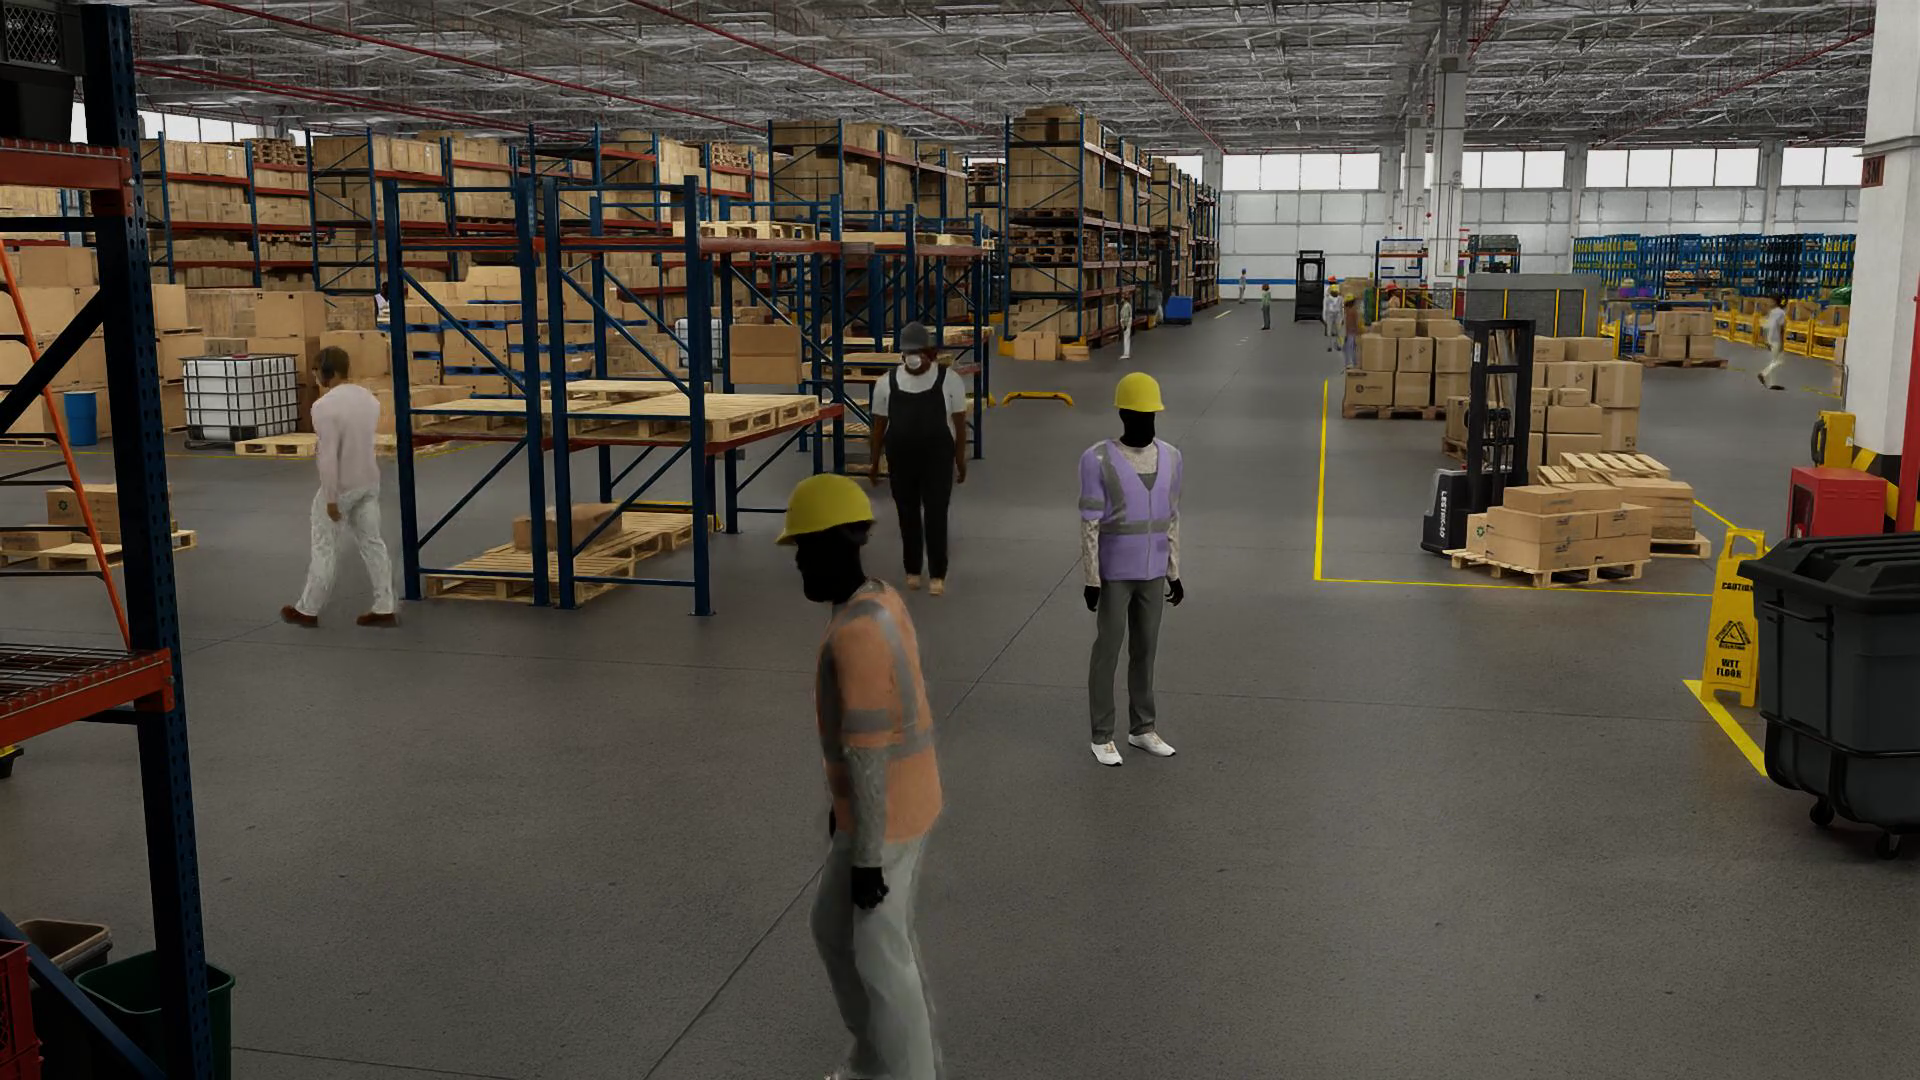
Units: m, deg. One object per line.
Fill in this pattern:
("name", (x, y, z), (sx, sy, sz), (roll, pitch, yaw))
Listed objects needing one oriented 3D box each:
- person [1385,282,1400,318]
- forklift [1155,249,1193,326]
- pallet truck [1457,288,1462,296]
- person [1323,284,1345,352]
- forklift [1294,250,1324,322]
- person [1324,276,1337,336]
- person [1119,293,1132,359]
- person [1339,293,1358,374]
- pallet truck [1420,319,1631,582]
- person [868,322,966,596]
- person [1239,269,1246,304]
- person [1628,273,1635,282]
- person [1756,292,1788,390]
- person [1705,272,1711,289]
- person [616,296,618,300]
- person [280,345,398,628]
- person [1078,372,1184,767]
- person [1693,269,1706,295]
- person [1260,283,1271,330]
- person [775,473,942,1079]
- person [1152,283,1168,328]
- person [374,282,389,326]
("person", (10.084, -5.041, 38.856), (0.376, 1.934, 0.546), (5, 11, 26))
("forklift", (7.646, -9.320, 61.395), (1.873, 2.768, 1.129), (2, 10, 11))
("pallet truck", (20.506, -9.785, 68.819), (0.653, 1.274, 1.630), (2, 10, 12))
("person", (9.972, -5.898, 44.321), (0.609, 1.805, 0.789), (0, 10, 2))
("forklift", (13.778, -10.002, 65.433), (1.129, 2.768, 1.873), (2, 10, 12))
("person", (11.977, -7.550, 53.705), (0.358, 1.938, 0.542), (6, 11, 32))
("person", (4.133, -5.328, 41.431), (0.306, 1.637, 0.522), (1, 10, 3))
("person", (8.331, -4.422, 35.732), (0.592, 1.739, 0.551), (4, 10, 21))
("pallet truck", (4.543, -0.757, 13.299), (0.823, 1.965, 1.885), (-4, 10, -22))
("person", (-0.334, -0.595, 12.210), (0.713, 2.000, 0.792), (1, 10, 8))
("person", (15.617, -13.996, 91.856), (0.402, 1.942, 0.604), (-1, 10, -7))
("person", (33.120, -12.273, 82.037), (0.480, 1.815, 0.616), (3, 10, 16))
("person", (15.394, -3.749, 31.428), (0.527, 1.857, 0.542), (0, 10, -2))
("person", (38.486, -12.927, 85.991), (0.732, 1.802, 0.530), (2, 10, 11))
("person", (-8.520, -5.260, 41.049), (0.526, 1.631, 0.321), (0, 10, 2))
("person", (-4.171, -0.346, 11.143), (0.805, 1.902, 0.649), (4, 10, 20))
("person", (0.855, 0.139, 8.203), (0.587, 1.927, 0.363), (-5, 11, -29))
("person", (35.462, -11.983, 79.783), (0.622, 1.992, 0.395), (0, 10, -3))
("person", (10.698, -8.162, 58.222), (0.285, 1.633, 0.501), (8, 13, 40))
("person", (-0.275, 0.758, 4.670), (0.481, 1.886, 0.591), (-1, 10, -4))
("person", (7.221, -8.388, 59.606), (0.751, 1.600, 0.519), (3, 10, 19))
("person", (-14.489, -5.569, 42.062), (0.588, 1.911, 0.400), (-5, 11, -26))
